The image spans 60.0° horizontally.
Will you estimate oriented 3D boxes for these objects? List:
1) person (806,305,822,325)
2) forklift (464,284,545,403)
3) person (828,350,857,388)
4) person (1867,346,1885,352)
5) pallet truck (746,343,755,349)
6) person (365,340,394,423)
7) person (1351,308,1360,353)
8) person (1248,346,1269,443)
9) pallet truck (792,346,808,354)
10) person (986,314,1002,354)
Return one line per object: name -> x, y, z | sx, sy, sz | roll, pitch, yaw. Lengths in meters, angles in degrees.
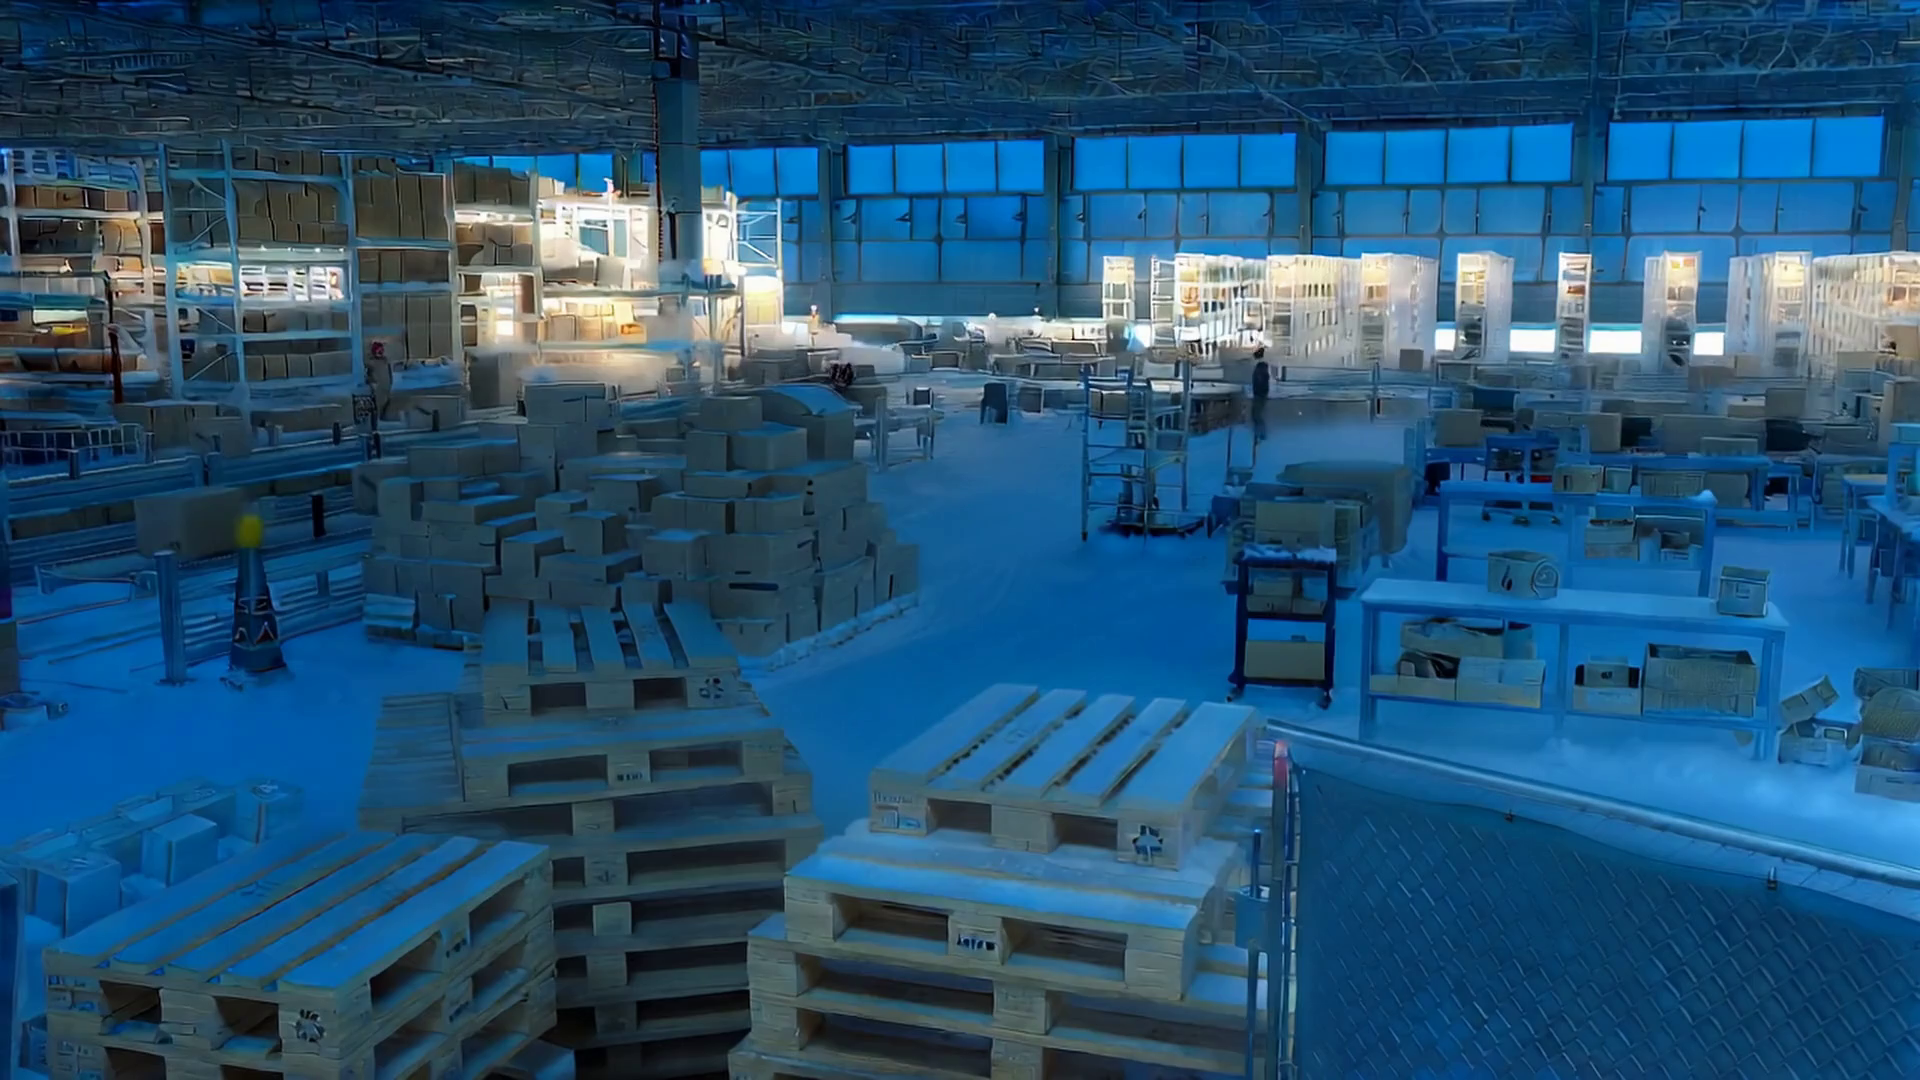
person -> -5.489, -7.851, 62.415 | 0.603, 1.917, 0.888 | -2, 9, -12
forklift -> -10.832, -4.702, 39.610 | 1.129, 2.768, 1.873 | 3, 10, 20
person -> -2.204, -2.735, 31.107 | 0.529, 1.642, 0.856 | 1, 9, 7
person -> 21.162, -4.035, 38.476 | 0.410, 1.909, 0.643 | 4, 10, 25
pallet truck -> -6.183, -4.618, 44.264 | 1.601, 1.201, 0.680 | -9, 12, -43
person -> -10.114, -2.542, 29.115 | 0.402, 1.904, 0.638 | 1, 9, 5
person -> 14.530, -7.610, 61.108 | 0.377, 1.844, 0.569 | 8, 12, 40
person -> 5.372, -2.616, 30.058 | 0.534, 1.748, 0.548 | -2, 9, -10
pallet truck -> -3.705, -4.298, 42.022 | 0.653, 1.274, 1.630 | 3, 10, 20
person -> 0.983, -5.633, 48.492 | 1.037, 1.912, 0.649 | -9, 13, -44
